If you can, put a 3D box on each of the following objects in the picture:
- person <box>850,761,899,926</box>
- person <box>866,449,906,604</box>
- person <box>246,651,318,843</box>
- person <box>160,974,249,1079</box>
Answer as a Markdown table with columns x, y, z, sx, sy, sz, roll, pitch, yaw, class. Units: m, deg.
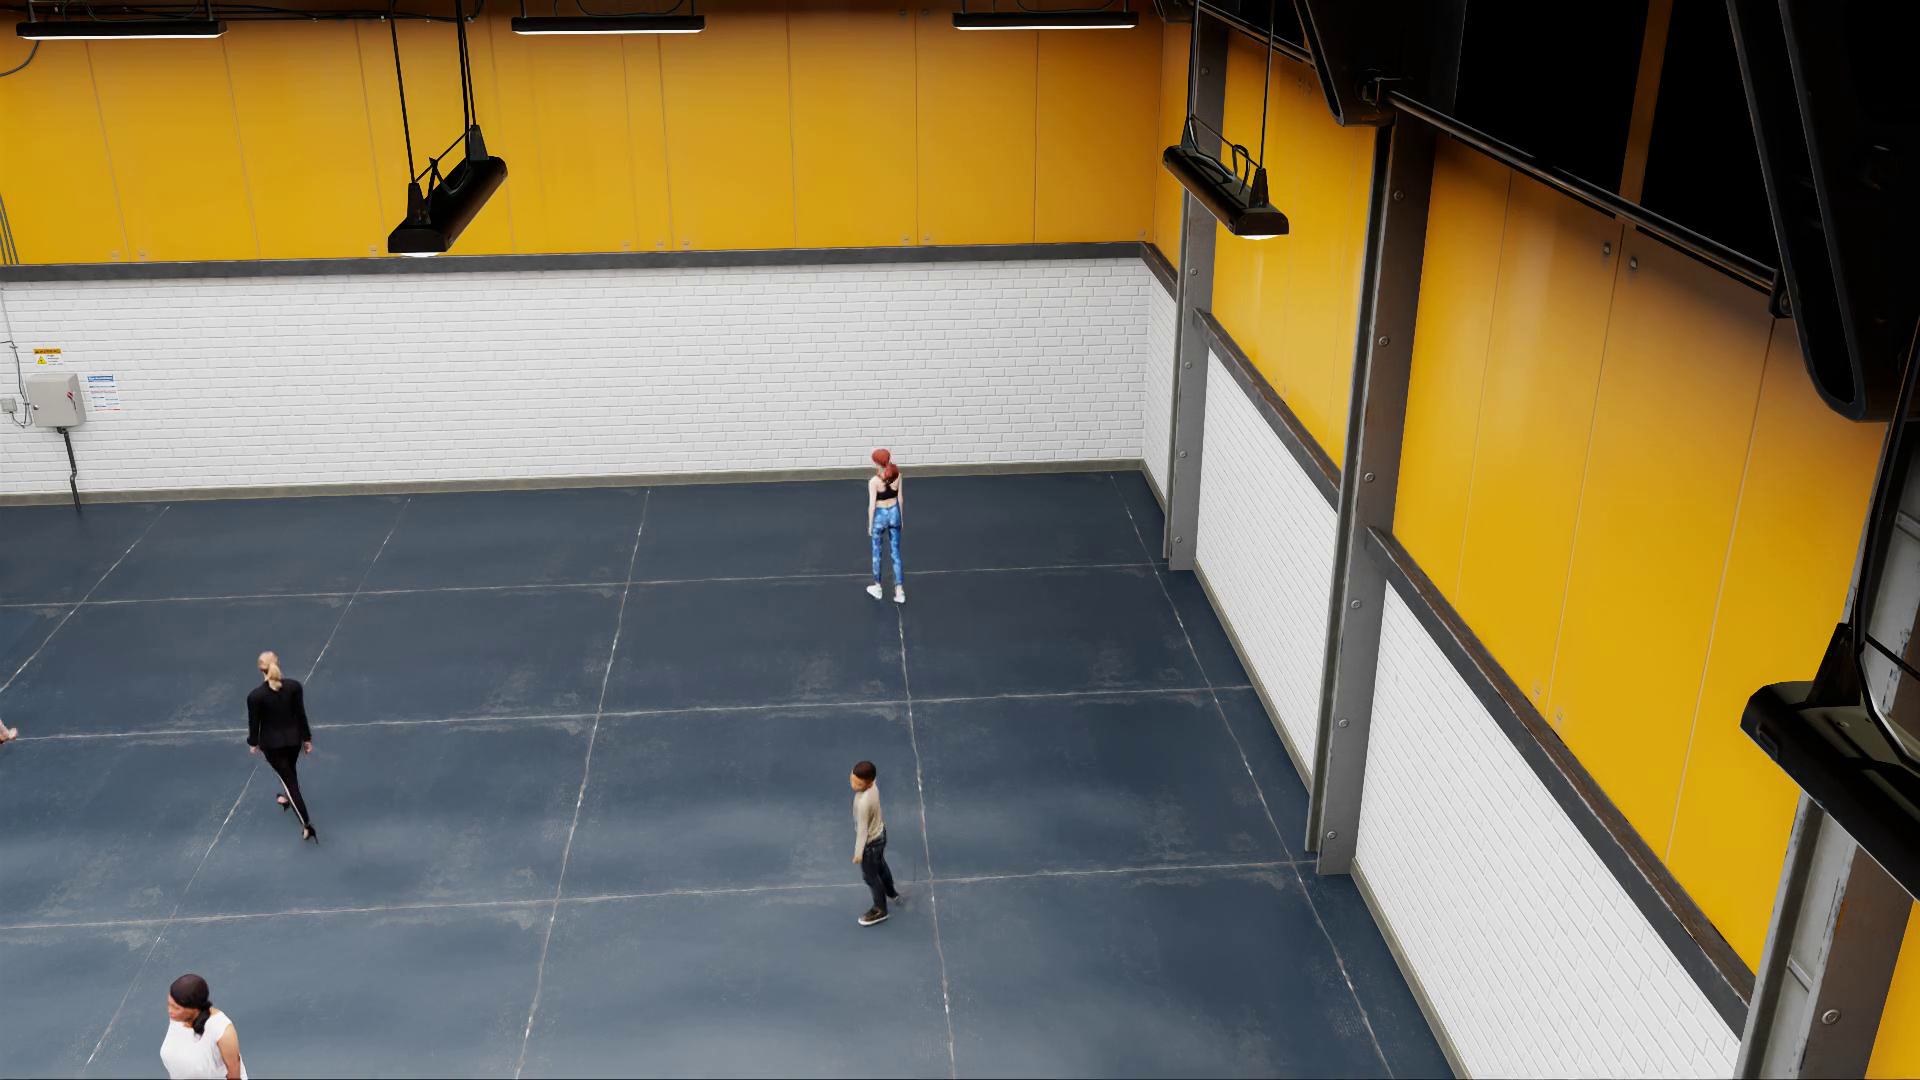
| x | y | z | sx | sy | sz | roll | pitch | yaw | class |
| --- | --- | --- | --- | --- | --- | --- | --- | --- | --- |
| -0.647 | 2.294 | 12.832 | 0.818 | 1.440 | 0.537 | 7 | 25 | 15 | person |
| -0.809 | -0.170 | 18.032 | 0.730 | 1.789 | 0.891 | -7 | 24 | -15 | person |
| -5.583 | 1.760 | 13.784 | 1.020 | 1.657 | 1.138 | -21 | 31 | -39 | person |
| -4.574 | 3.347 | 10.113 | 0.764 | 1.688 | 0.788 | 12 | 26 | 26 | person |
